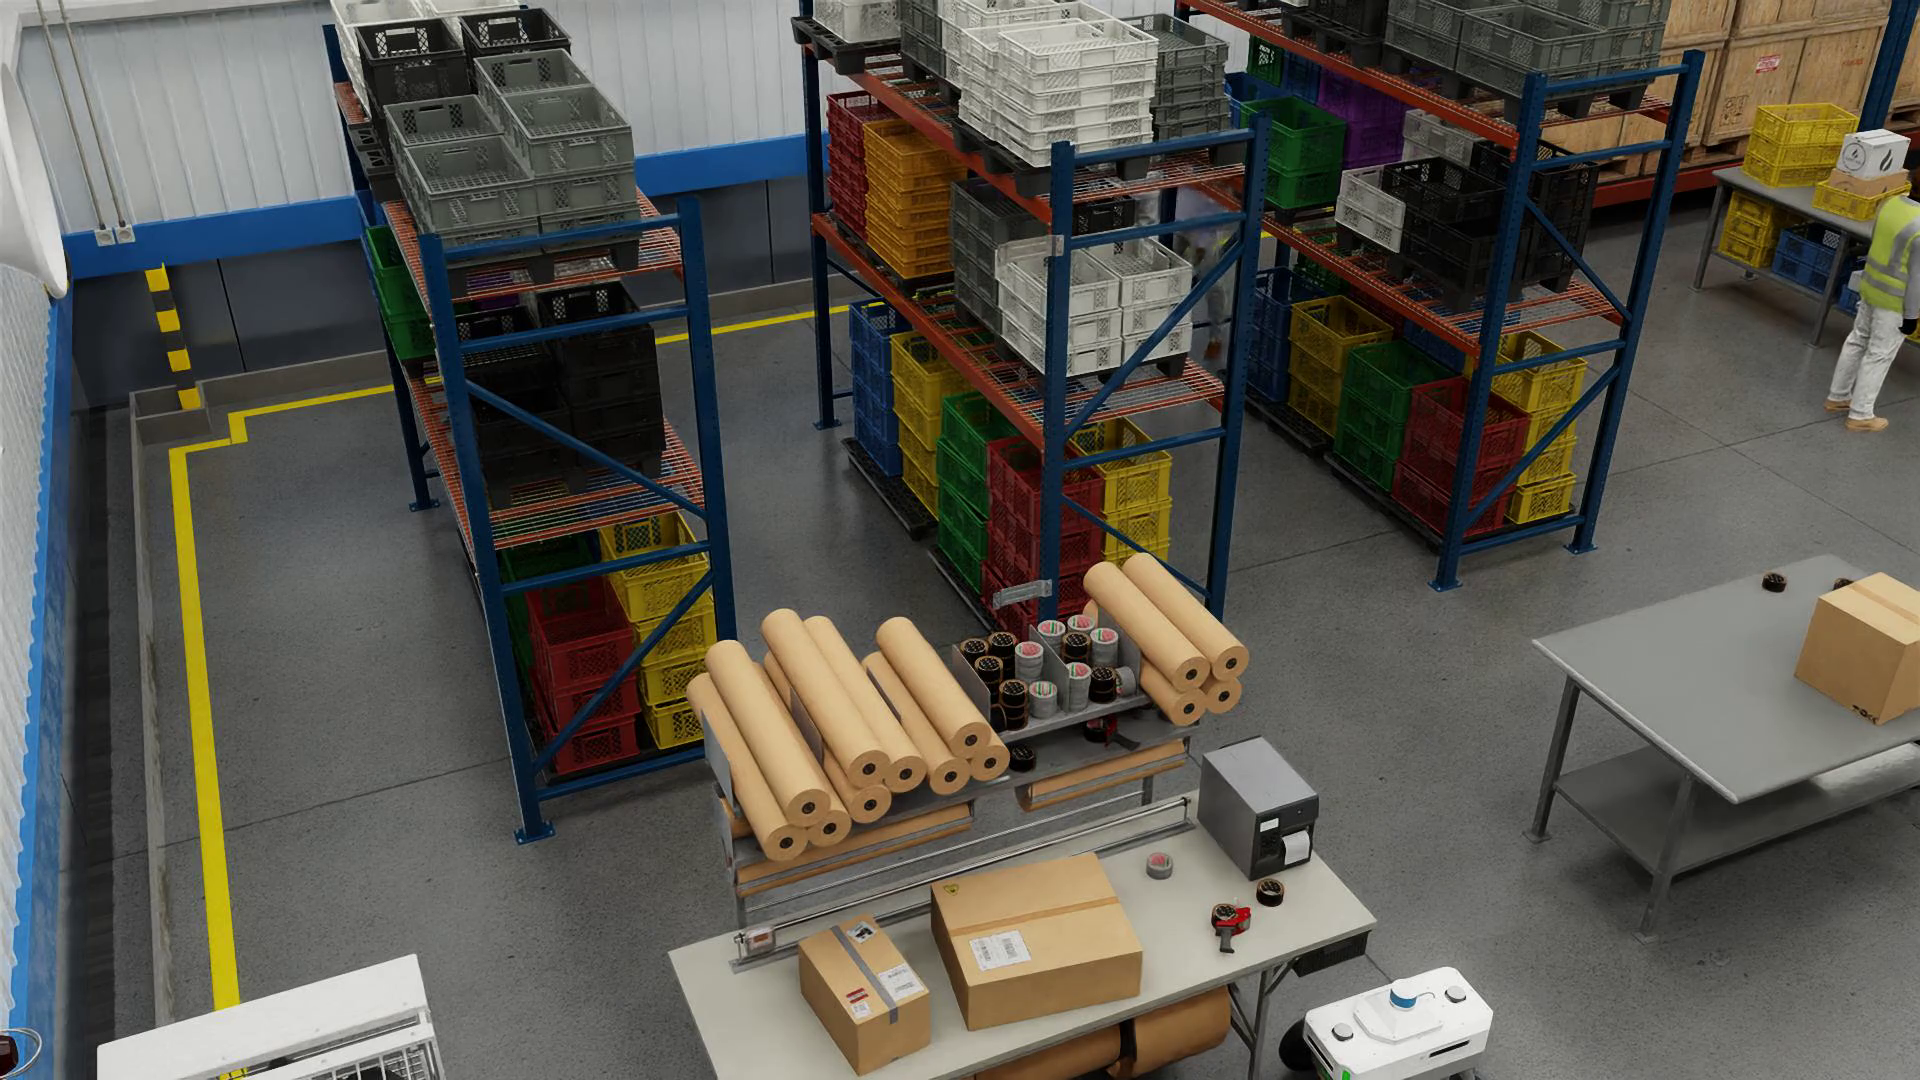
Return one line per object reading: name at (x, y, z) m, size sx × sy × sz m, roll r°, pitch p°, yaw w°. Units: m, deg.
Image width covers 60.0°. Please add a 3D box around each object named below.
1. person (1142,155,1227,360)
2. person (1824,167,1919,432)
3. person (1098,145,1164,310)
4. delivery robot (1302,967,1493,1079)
person at (1.633, -2.225, 12.036) m, size 0.719 × 1.896 × 0.690 m, roll -22°, pitch 38°, yaw -31°
person at (6.222, -1.615, 11.094) m, size 0.430 × 1.836 × 0.618 m, roll 1°, pitch 32°, yaw 1°
person at (1.341, -2.671, 12.758) m, size 0.575 × 1.881 × 0.356 m, roll 4°, pitch 32°, yaw 6°
delivery robot at (1.701, 1.916, 6.477) m, size 0.707 × 0.478 × 0.477 m, roll -12°, pitch 33°, yaw -18°
